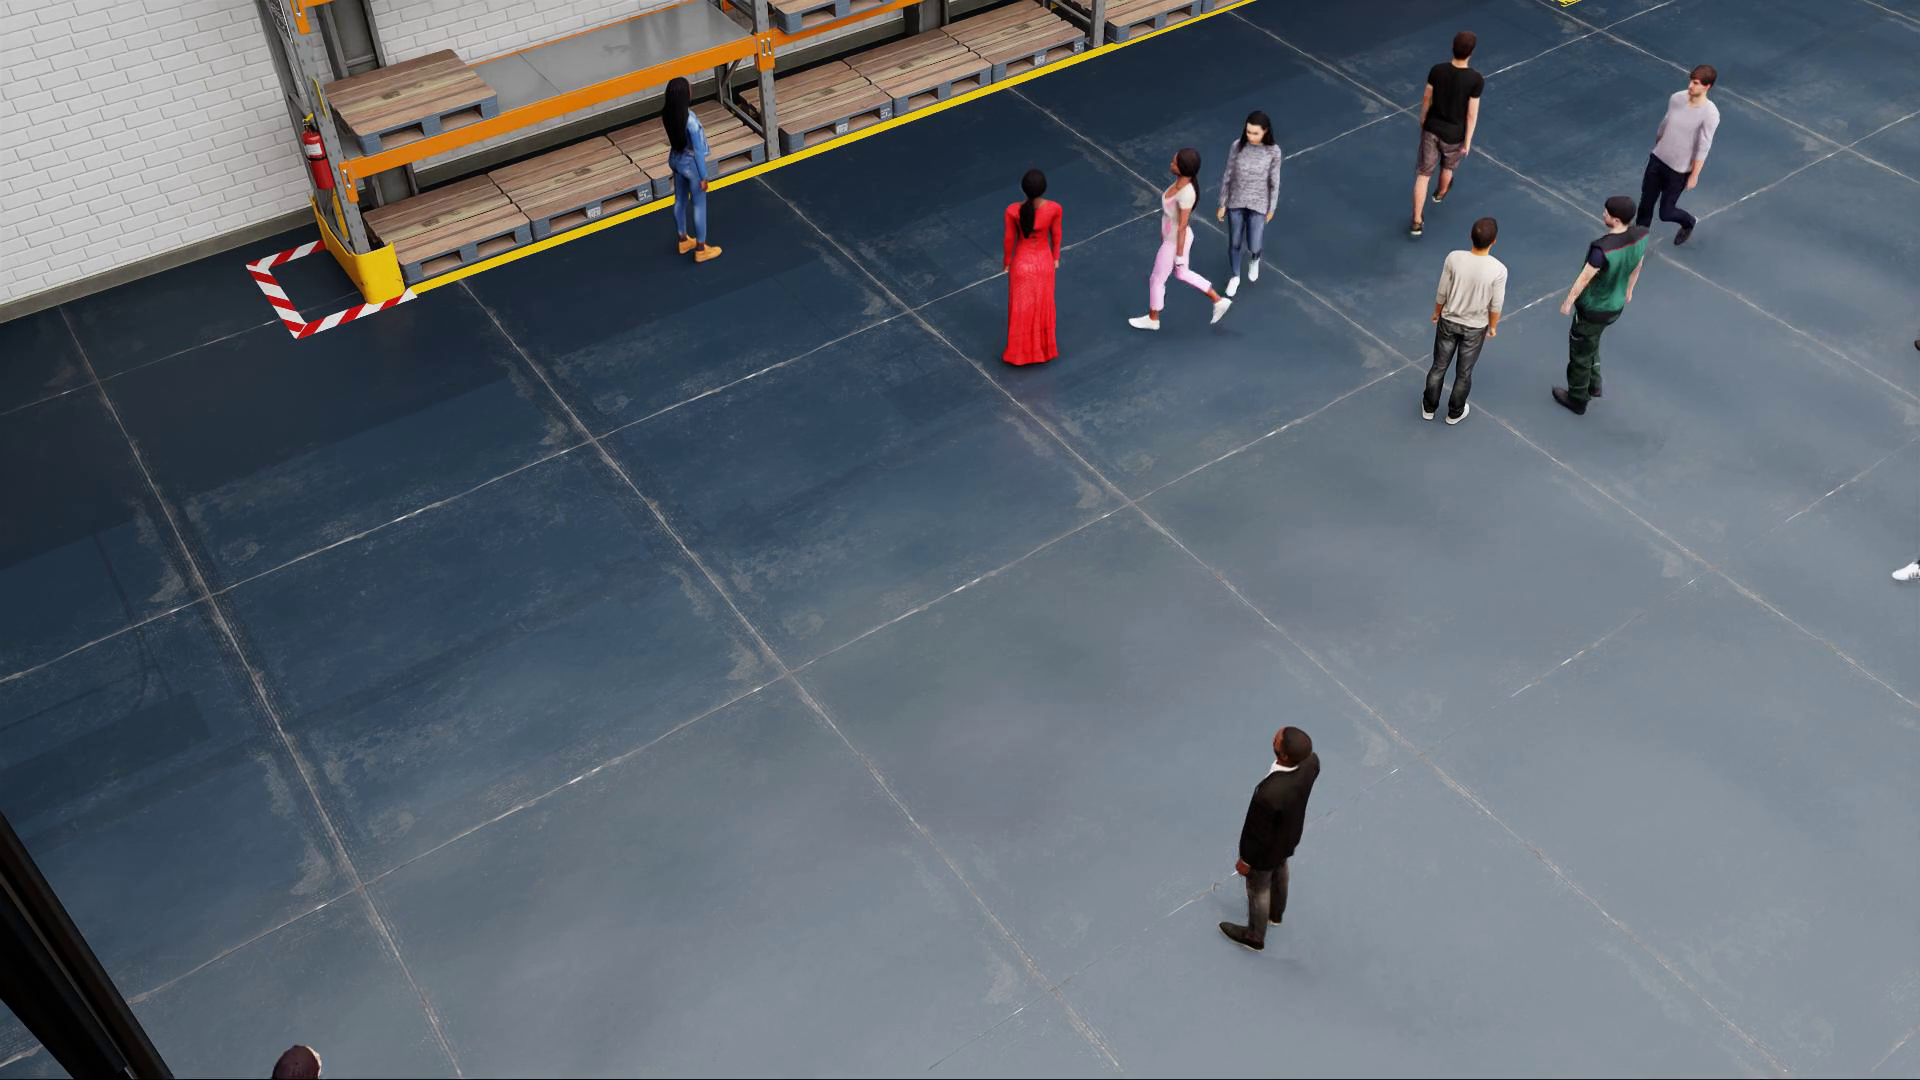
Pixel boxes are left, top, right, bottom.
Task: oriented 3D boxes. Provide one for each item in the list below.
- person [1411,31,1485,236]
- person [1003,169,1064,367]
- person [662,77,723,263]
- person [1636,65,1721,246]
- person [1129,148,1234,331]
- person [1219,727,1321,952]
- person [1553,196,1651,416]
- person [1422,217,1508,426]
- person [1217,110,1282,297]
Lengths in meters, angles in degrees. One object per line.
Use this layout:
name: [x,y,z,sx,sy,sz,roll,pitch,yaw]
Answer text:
person: [4.225,-3.543,14.641,1.030,1.820,1.278,20,47,20]
person: [0.565,-2.152,13.207,0.678,1.784,0.781,-5,44,-5]
person: [-2.358,-3.201,14.360,0.624,1.711,0.571,34,53,30]
person: [6.203,-3.246,14.326,0.979,1.825,0.752,-18,47,-18]
person: [1.846,-2.397,13.511,1.105,1.719,1.034,5,44,5]
person: [1.735,1.642,9.214,0.769,1.799,0.577,31,51,28]
person: [4.958,-1.749,12.716,0.584,1.878,0.771,-27,50,-25]
person: [3.836,-1.658,12.669,0.729,1.812,0.716,20,47,19]
person: [2.448,-2.877,14.018,0.772,1.715,0.823,14,45,14]
